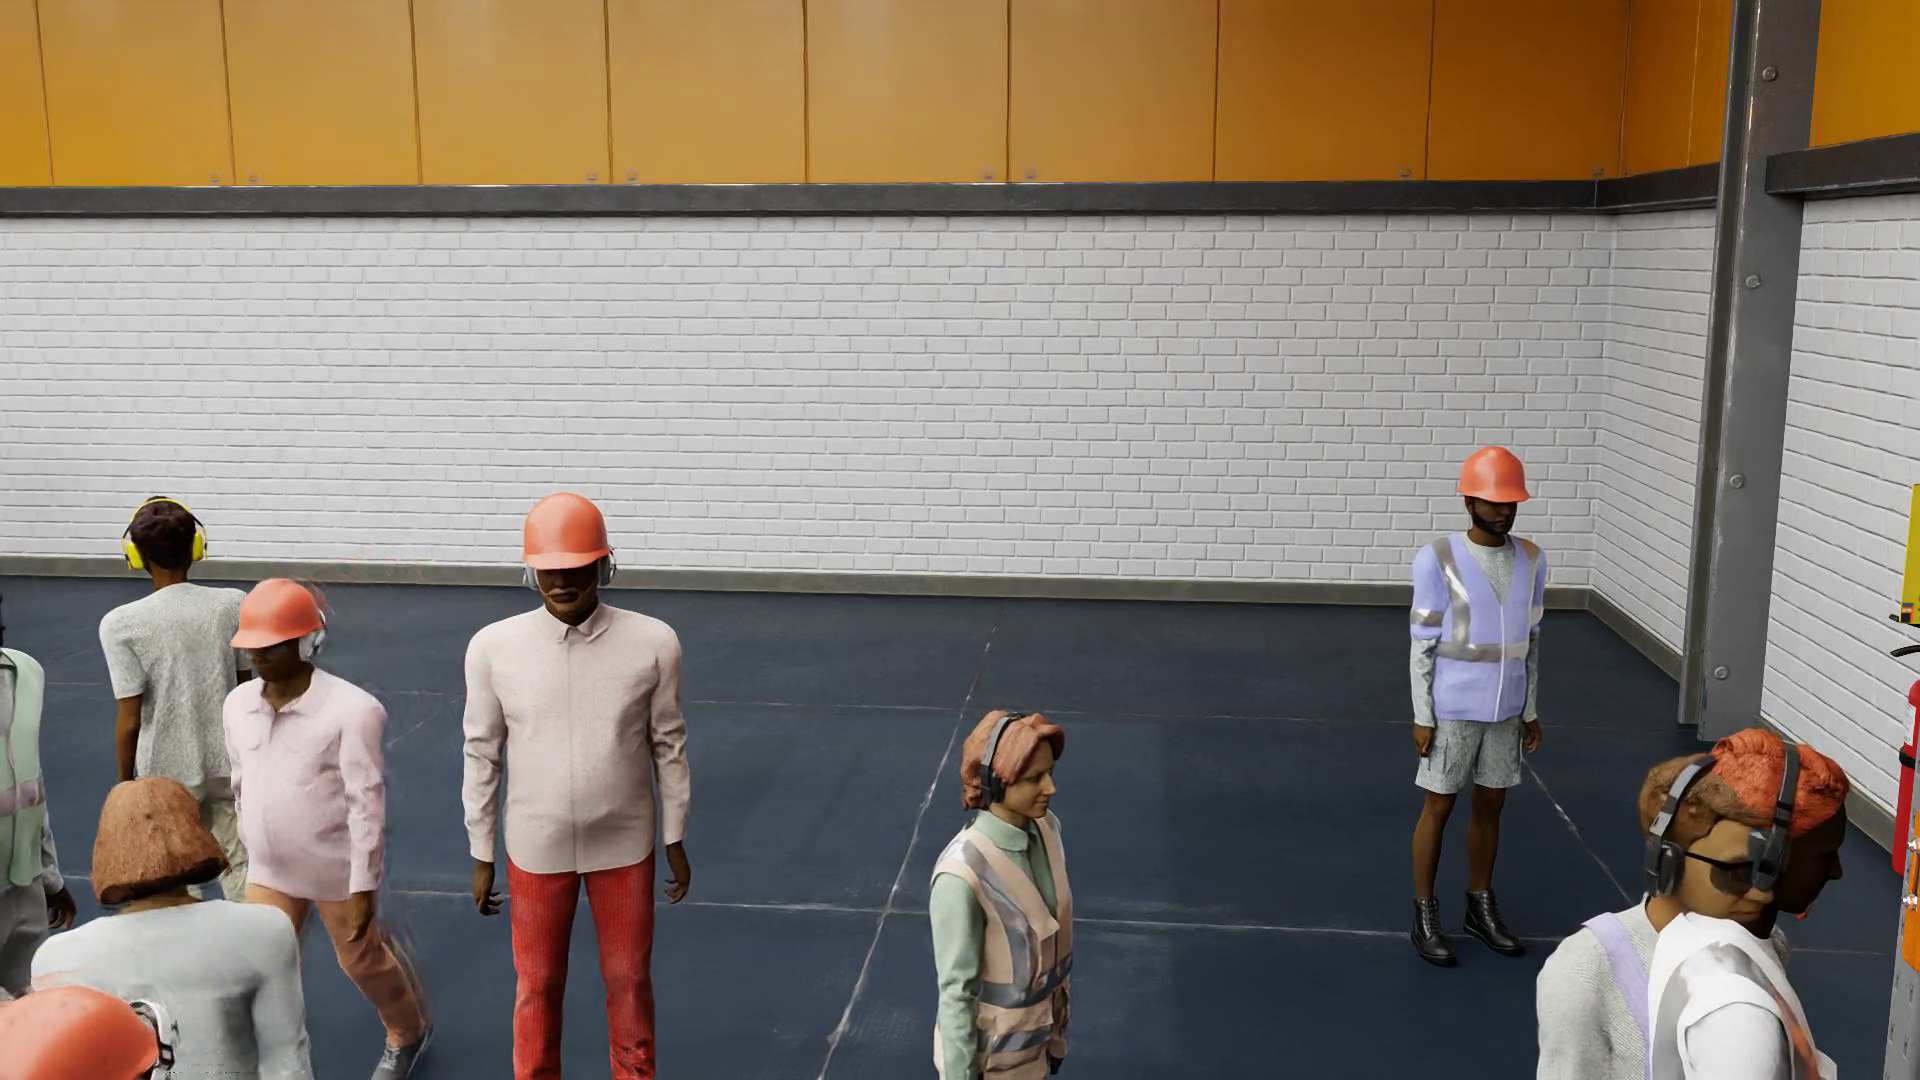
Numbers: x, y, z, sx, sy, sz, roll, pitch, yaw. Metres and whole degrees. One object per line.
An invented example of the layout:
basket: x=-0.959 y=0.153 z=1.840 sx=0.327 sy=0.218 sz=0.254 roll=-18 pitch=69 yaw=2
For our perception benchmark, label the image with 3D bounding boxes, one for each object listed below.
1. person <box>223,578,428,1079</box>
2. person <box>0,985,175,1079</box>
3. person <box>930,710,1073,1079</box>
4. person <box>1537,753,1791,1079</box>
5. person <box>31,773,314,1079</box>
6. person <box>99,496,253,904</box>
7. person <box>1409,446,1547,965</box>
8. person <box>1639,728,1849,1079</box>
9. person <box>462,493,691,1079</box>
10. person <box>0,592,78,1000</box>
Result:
person: x=-1.920 y=0.943 z=4.968 sx=0.570 sy=1.716 sz=0.887 roll=3 pitch=10 yaw=14
person: x=-1.101 y=1.408 z=2.344 sx=0.597 sy=1.692 sz=0.771 roll=-1 pitch=10 yaw=-8
person: x=0.096 y=1.183 z=3.790 sx=0.310 sy=1.638 sz=0.522 roll=5 pitch=11 yaw=26
person: x=1.185 y=1.247 z=2.838 sx=0.514 sy=1.842 sz=0.328 roll=-4 pitch=11 yaw=-24
person: x=-1.574 y=1.269 z=3.394 sx=0.493 sy=1.591 sz=0.665 roll=-4 pitch=11 yaw=-24
person: x=-2.517 y=0.786 z=5.420 sx=0.329 sy=1.865 sz=0.513 roll=7 pitch=12 yaw=36
person: x=1.934 y=0.613 z=6.196 sx=0.542 sy=1.938 sz=0.357 roll=-3 pitch=10 yaw=-16
person: x=1.254 y=1.235 z=2.781 sx=0.355 sy=1.887 sz=0.574 roll=2 pitch=10 yaw=11
person: x=-1.065 y=0.851 z=4.668 sx=0.626 sy=1.992 sz=0.386 roll=-2 pitch=10 yaw=-13
person: x=-2.568 y=0.948 z=4.335 sx=0.376 sy=1.917 sz=0.600 roll=1 pitch=10 yaw=7
